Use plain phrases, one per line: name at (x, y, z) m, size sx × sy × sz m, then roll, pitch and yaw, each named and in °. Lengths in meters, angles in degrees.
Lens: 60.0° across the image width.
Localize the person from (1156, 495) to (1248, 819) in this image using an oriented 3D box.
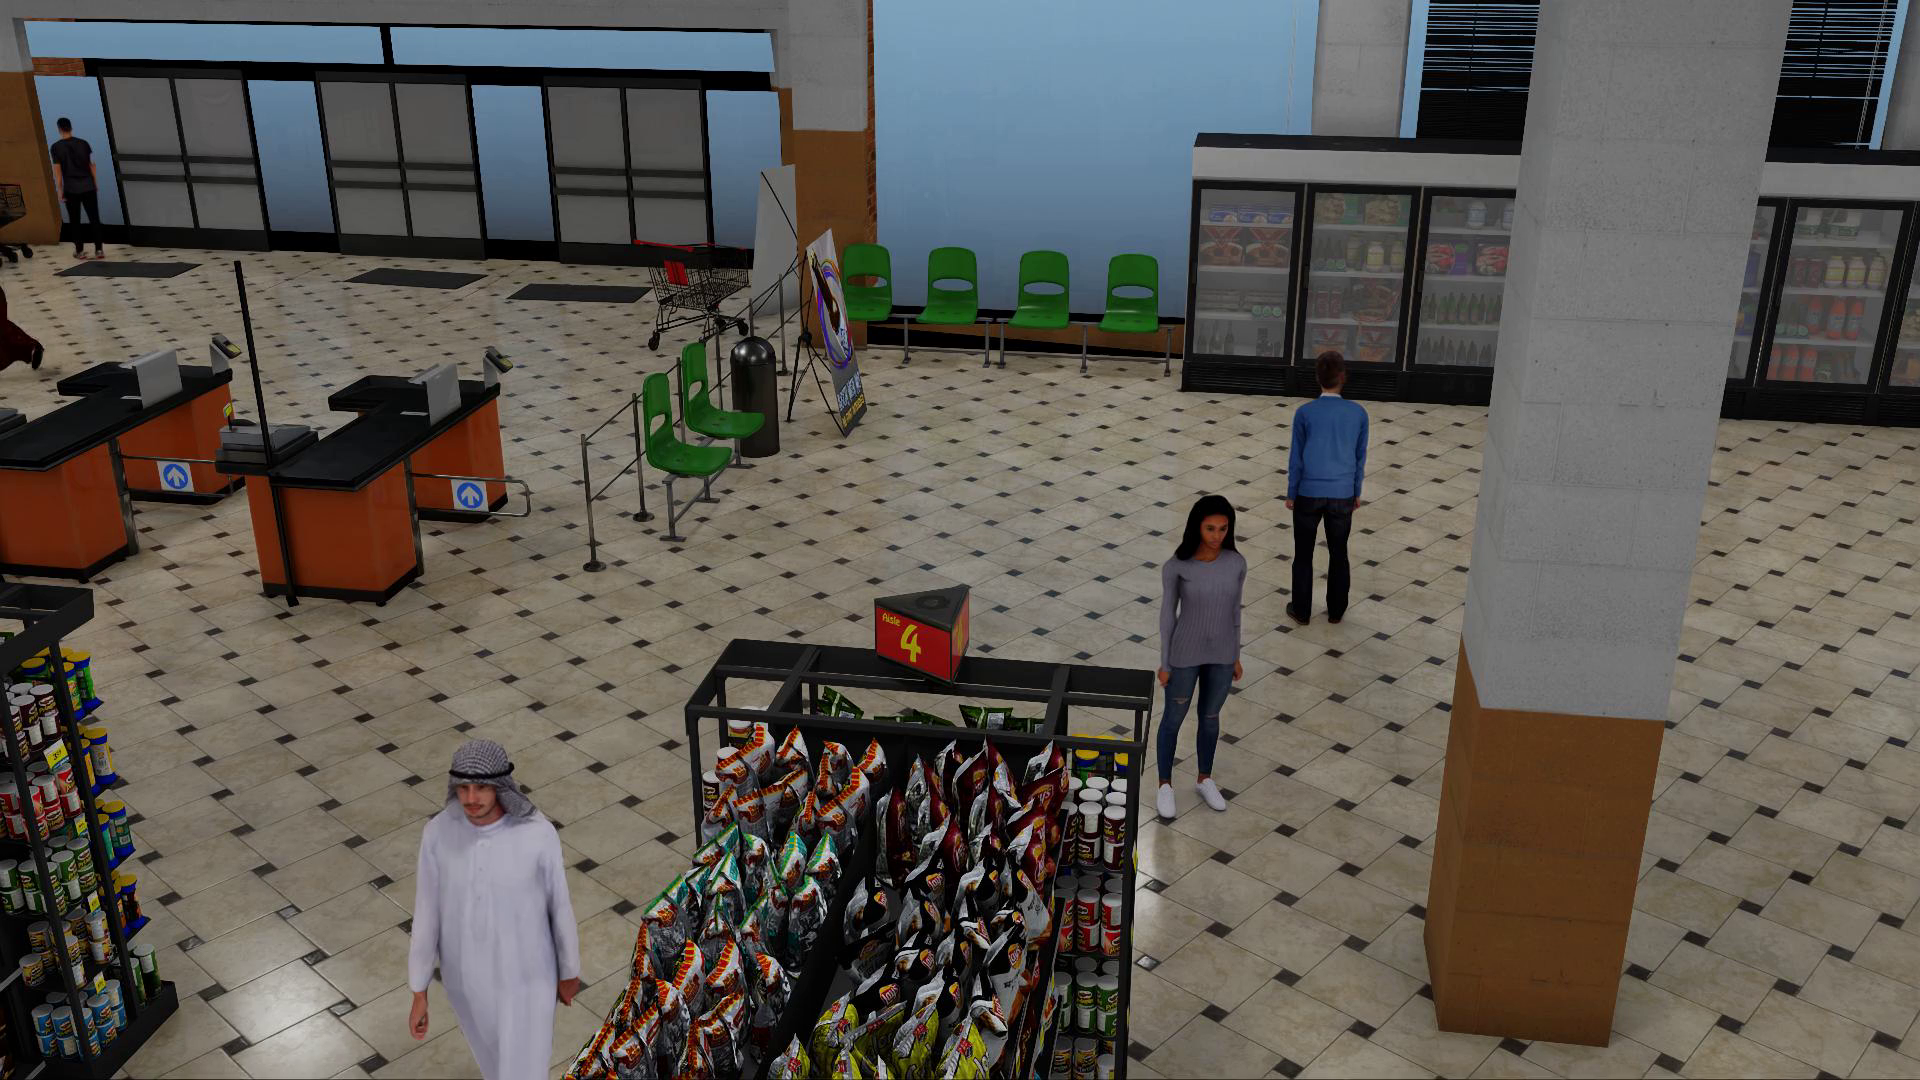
person at (1.227, 0.583, 8.555) m, size 0.680 × 1.741 × 0.659 m, roll -5°, pitch 22°, yaw -12°

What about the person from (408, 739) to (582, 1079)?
person at (-1.619, 1.530, 6.002) m, size 0.718 × 1.887 × 1.191 m, roll 3°, pitch 22°, yaw 8°

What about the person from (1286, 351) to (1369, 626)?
person at (2.352, -0.325, 10.718) m, size 0.682 × 1.813 × 0.608 m, roll 0°, pitch 22°, yaw 1°

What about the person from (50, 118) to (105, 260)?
person at (-11.106, -4.435, 21.021) m, size 0.762 × 1.758 × 0.825 m, roll -15°, pitch 26°, yaw -33°
